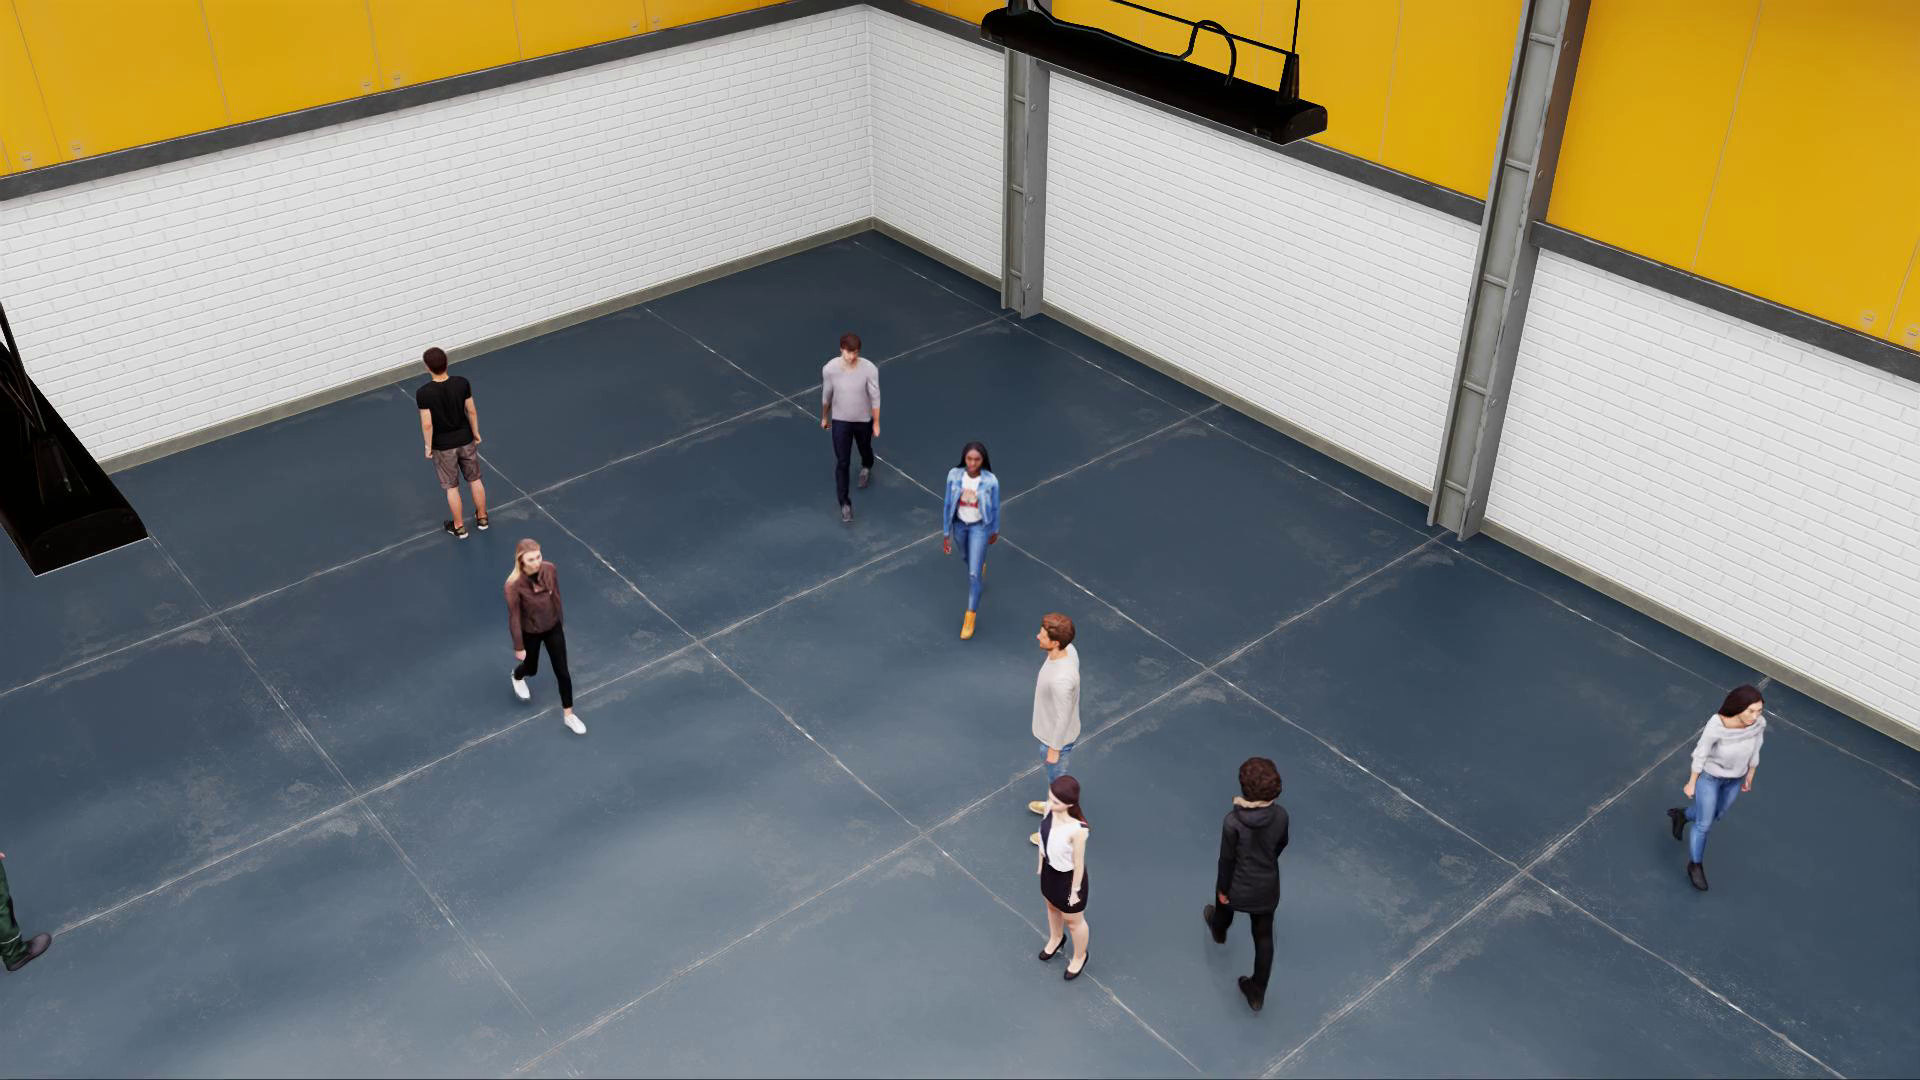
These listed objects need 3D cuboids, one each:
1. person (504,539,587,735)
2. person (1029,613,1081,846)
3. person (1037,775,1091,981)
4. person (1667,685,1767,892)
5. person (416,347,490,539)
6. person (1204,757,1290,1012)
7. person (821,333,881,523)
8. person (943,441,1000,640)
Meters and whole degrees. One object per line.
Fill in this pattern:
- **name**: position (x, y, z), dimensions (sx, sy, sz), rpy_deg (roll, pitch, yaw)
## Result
- **person**: position (-3.248, 0.677, 12.667), dimensions (0.680, 1.677, 1.087), rpy_deg (-28, 43, -35)
- **person**: position (0.674, 1.303, 11.523), dimensions (0.807, 1.902, 0.733), rpy_deg (1, 34, 2)
- **person**: position (0.661, 2.123, 10.520), dimensions (0.606, 1.646, 0.472), rpy_deg (-23, 40, -30)
- **person**: position (5.136, 1.588, 11.353), dimensions (0.875, 1.615, 1.002), rpy_deg (-6, 34, -8)
- **person**: position (-4.528, -0.877, 14.839), dimensions (0.680, 1.861, 0.588), rpy_deg (-22, 40, -30)
- **person**: position (1.832, 2.190, 10.351), dimensions (0.978, 1.722, 1.192), rpy_deg (-6, 34, -9)
- **person**: position (-0.983, -1.151, 15.310), dimensions (1.183, 1.796, 1.303), rpy_deg (2, 34, 3)
- **person**: position (0.109, -0.107, 13.849), dimensions (1.169, 1.673, 1.085), rpy_deg (9, 35, 14)
